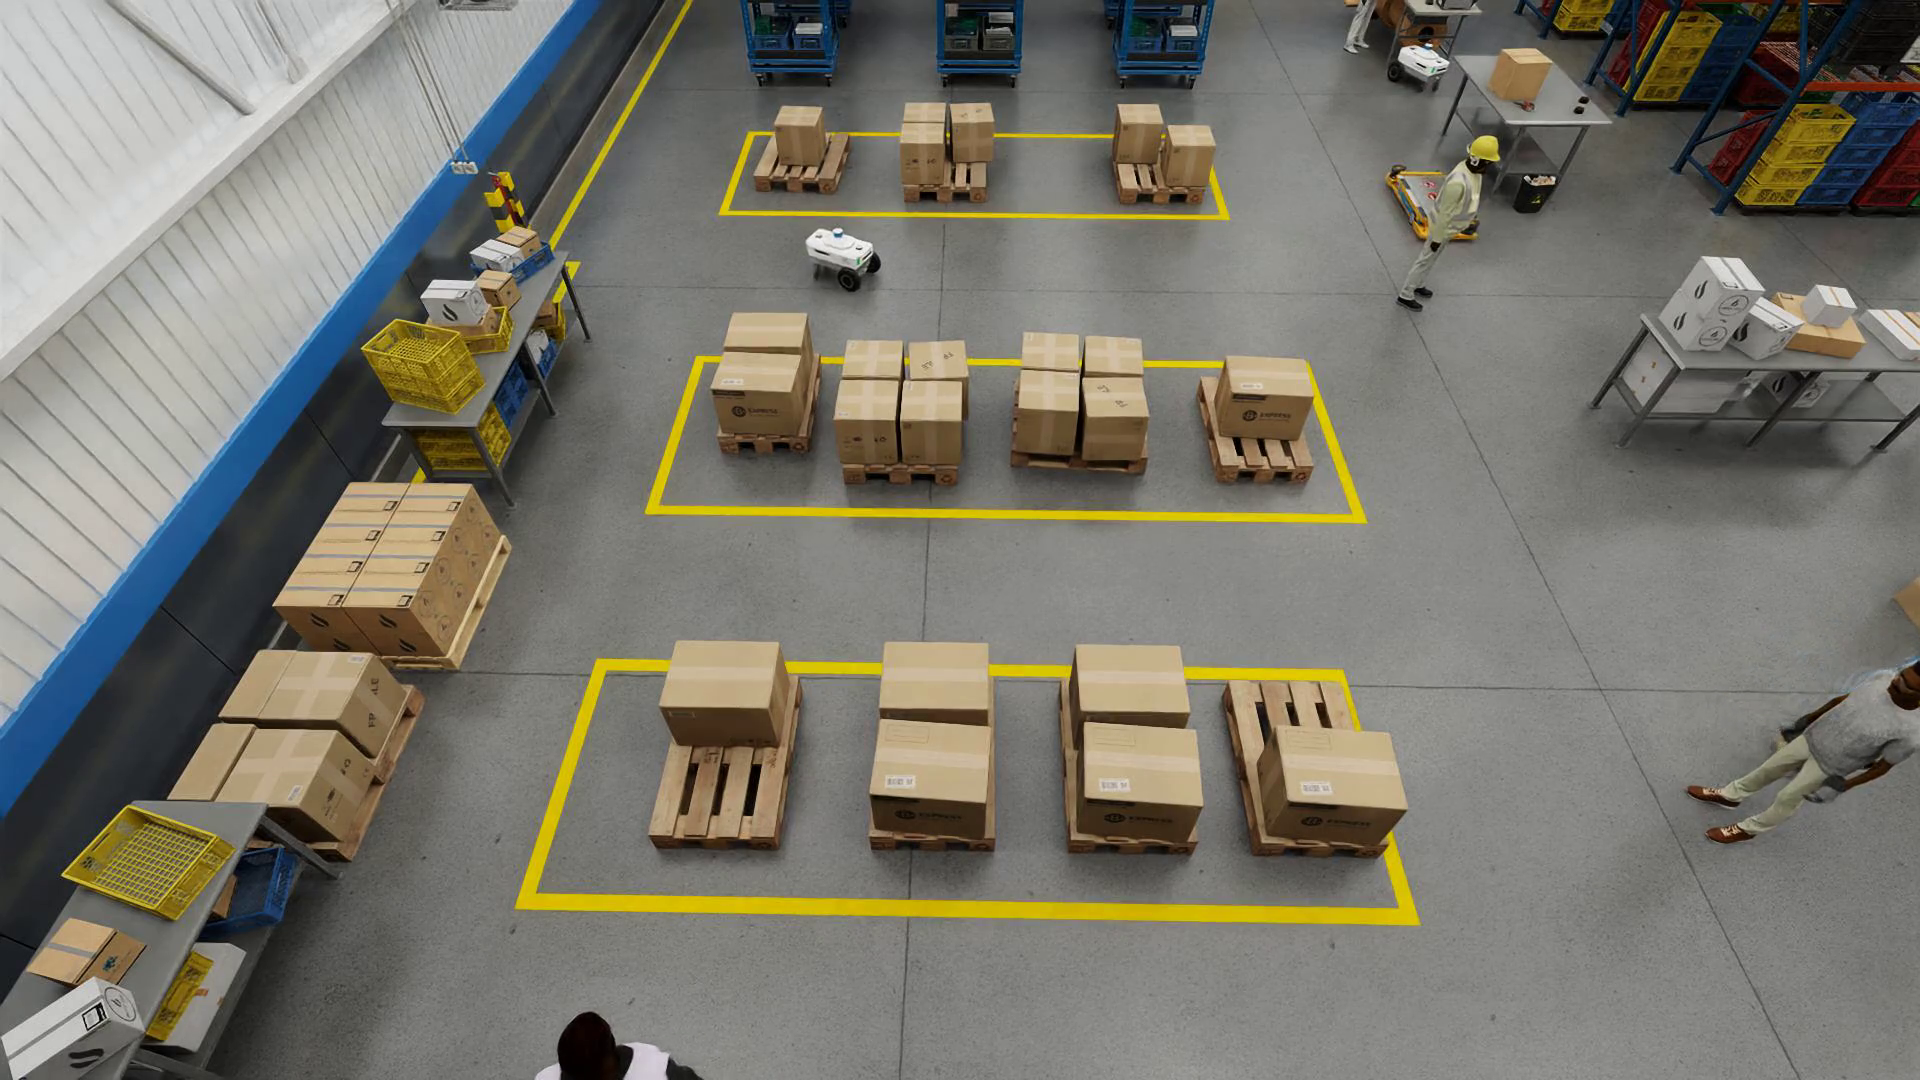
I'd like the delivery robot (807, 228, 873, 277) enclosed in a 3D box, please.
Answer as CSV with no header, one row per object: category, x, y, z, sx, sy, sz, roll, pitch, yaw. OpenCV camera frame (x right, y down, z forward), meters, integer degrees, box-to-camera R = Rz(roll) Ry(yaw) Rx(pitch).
delivery robot,-1.311,-3.165,10.008,0.707,0.478,0.477,22,53,18

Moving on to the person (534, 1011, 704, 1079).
person,-1.461,2.584,4.198,0.597,1.914,0.372,-7,49,-6

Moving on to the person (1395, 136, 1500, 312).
person,4.920,-3.175,9.244,0.403,1.824,0.589,31,56,24

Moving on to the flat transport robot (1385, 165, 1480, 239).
flat transport robot,5.692,-4.094,11.059,0.652,0.197,1.431,1,49,1

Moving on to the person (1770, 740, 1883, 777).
person,5.765,1.078,5.658,0.540,1.677,0.365,-26,54,-21

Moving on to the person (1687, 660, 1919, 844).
person,5.048,1.257,5.380,0.327,1.868,0.517,6,49,5

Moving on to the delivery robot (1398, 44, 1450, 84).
delivery robot,6.690,-6.901,13.242,0.477,0.478,0.707,-21,52,-17

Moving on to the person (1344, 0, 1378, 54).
person,6.180,-8.207,13.725,0.518,1.632,0.311,-36,58,-27
